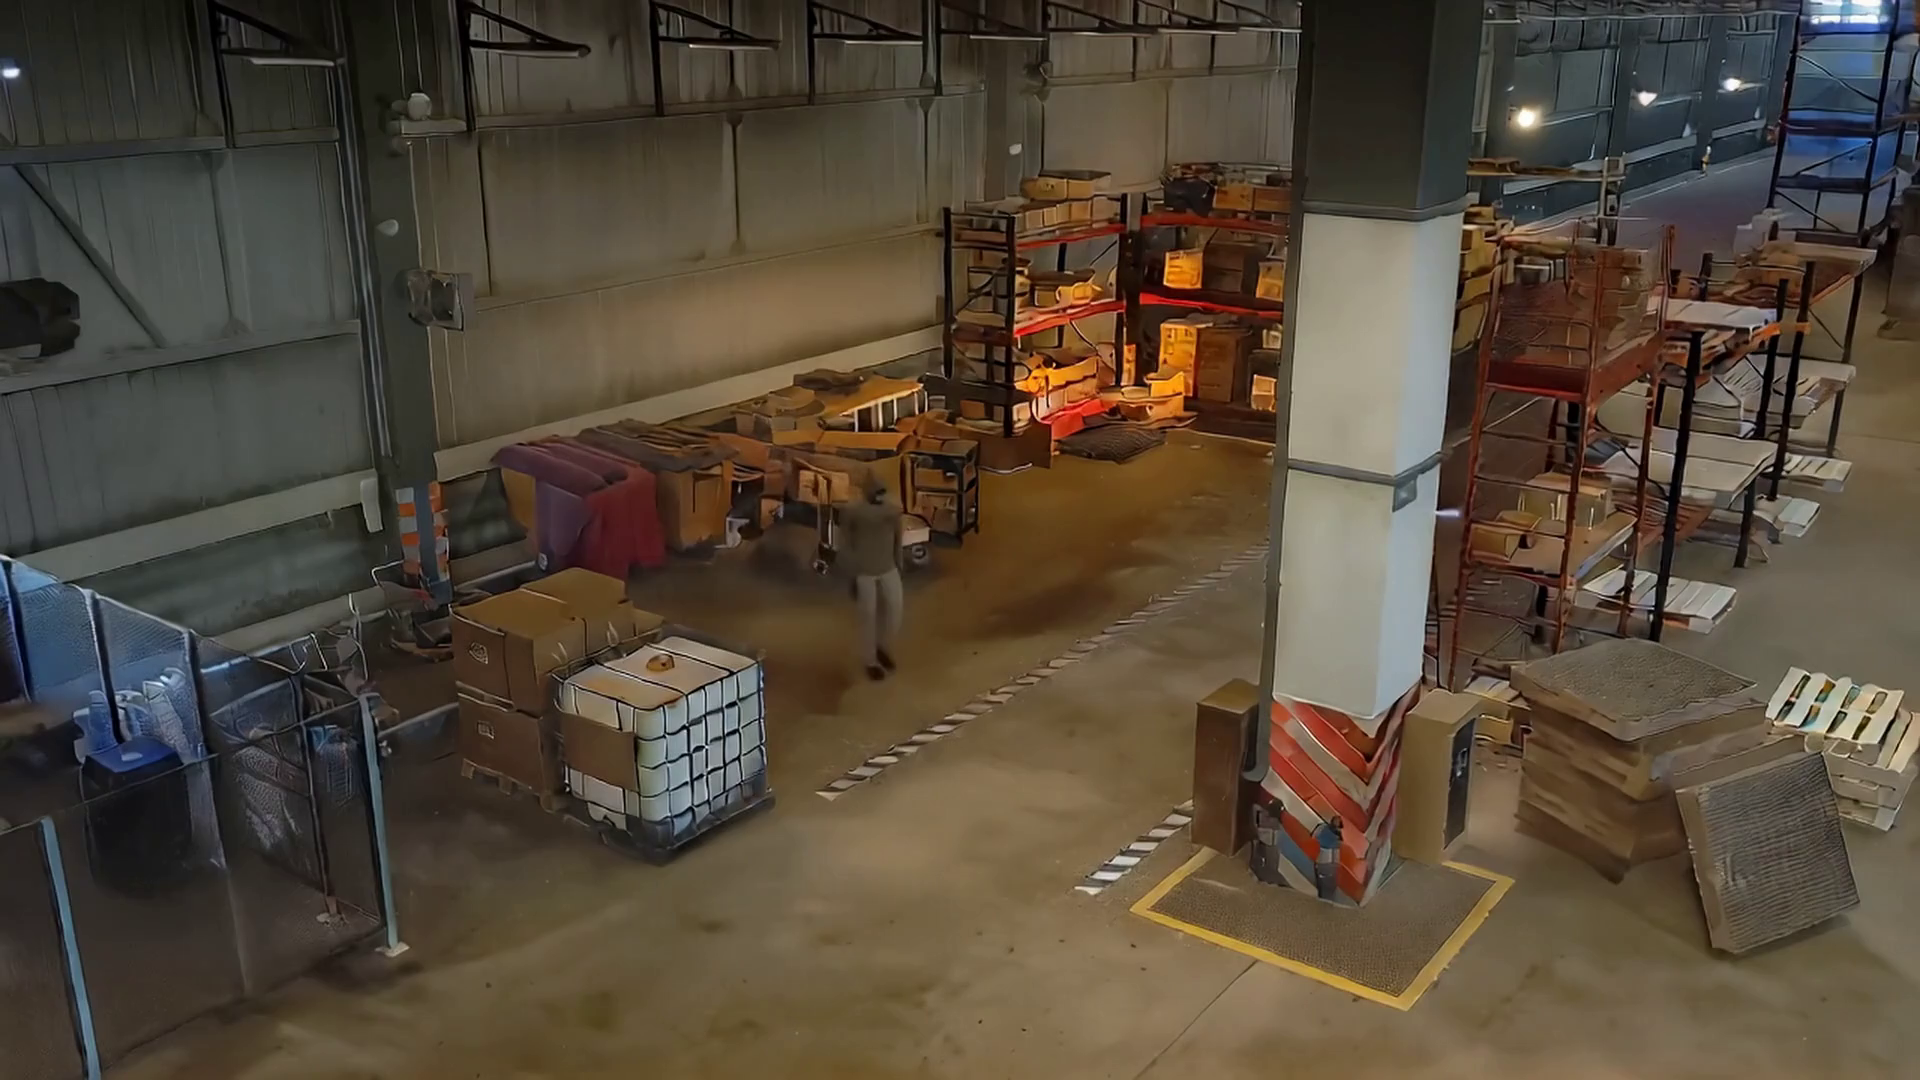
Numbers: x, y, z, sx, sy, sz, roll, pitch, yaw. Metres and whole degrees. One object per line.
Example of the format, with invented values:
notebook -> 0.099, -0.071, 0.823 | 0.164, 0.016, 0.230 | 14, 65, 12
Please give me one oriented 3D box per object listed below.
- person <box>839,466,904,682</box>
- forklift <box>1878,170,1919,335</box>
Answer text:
person -> -0.726, 0.295, 14.233 | 0.631, 1.919, 0.437 | -9, 20, -26
forklift -> 17.042, -5.039, 29.042 | 1.129, 2.768, 1.873 | 13, 22, 34
